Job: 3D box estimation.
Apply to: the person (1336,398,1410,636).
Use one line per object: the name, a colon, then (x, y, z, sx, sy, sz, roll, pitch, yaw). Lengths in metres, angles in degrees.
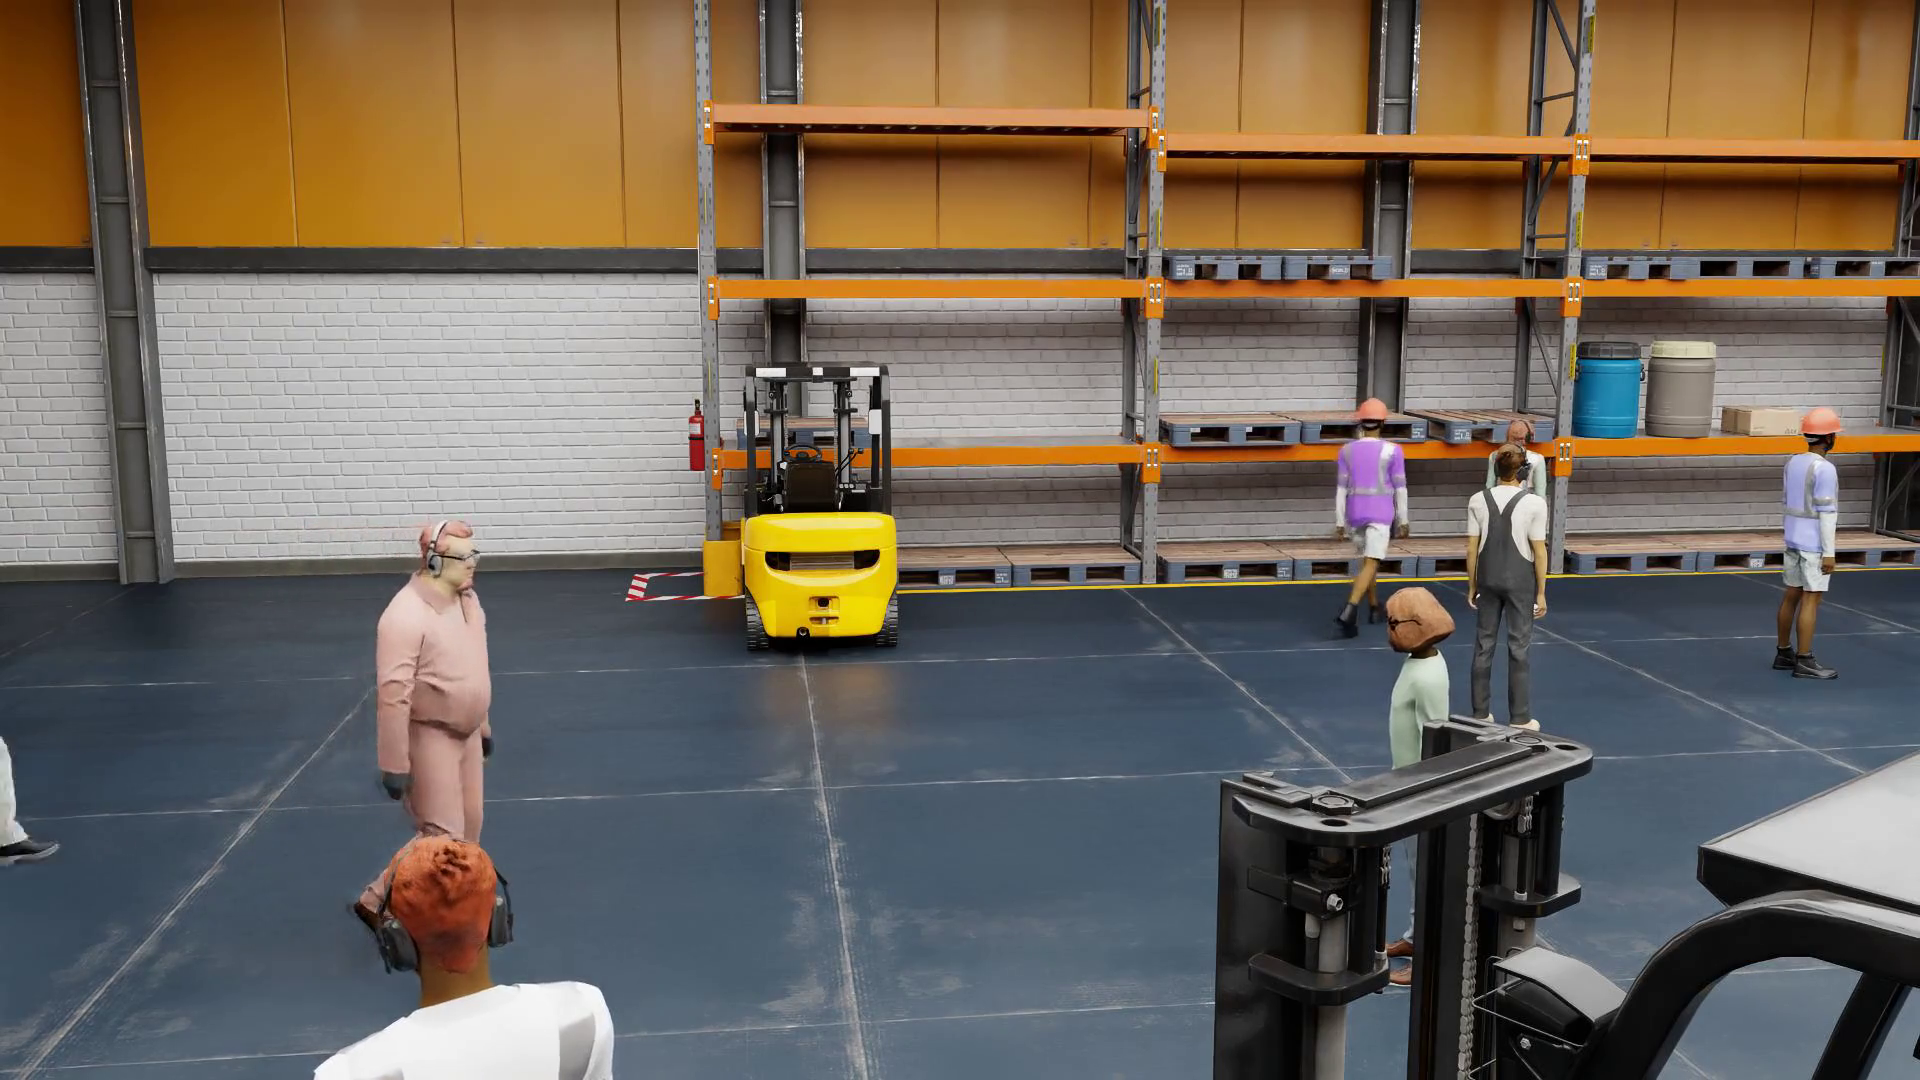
person: (3.270, -0.192, 13.398, 0.548, 1.900, 0.972, 8, 12, 40)

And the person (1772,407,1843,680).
person: (6.096, 0.020, 11.901, 0.341, 1.942, 0.552, 0, 9, -3)

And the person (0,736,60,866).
person: (-4.726, 0.737, 7.901, 0.805, 1.787, 0.644, -4, 10, -24)

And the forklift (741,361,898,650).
forklift: (-1.154, -0.340, 13.365, 1.214, 2.155, 2.313, -1, 9, -7)

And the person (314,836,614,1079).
person: (-0.896, 1.459, 3.096, 0.572, 1.887, 0.354, -7, 12, -38)

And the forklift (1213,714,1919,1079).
forklift: (1.441, 1.425, 2.350, 1.214, 2.155, 2.313, -7, 12, -39)

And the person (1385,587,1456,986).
person: (1.849, 0.996, 6.771, 0.291, 1.632, 0.503, 2, 9, 11)

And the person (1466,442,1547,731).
person: (3.417, 0.308, 10.404, 0.504, 1.847, 0.344, 7, 12, 38)

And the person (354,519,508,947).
person: (-2.222, 0.837, 6.988, 0.513, 1.885, 0.690, 2, 9, 10)

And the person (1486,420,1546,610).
person: (4.763, -0.211, 14.284, 0.516, 1.640, 0.314, 8, 12, 40)
